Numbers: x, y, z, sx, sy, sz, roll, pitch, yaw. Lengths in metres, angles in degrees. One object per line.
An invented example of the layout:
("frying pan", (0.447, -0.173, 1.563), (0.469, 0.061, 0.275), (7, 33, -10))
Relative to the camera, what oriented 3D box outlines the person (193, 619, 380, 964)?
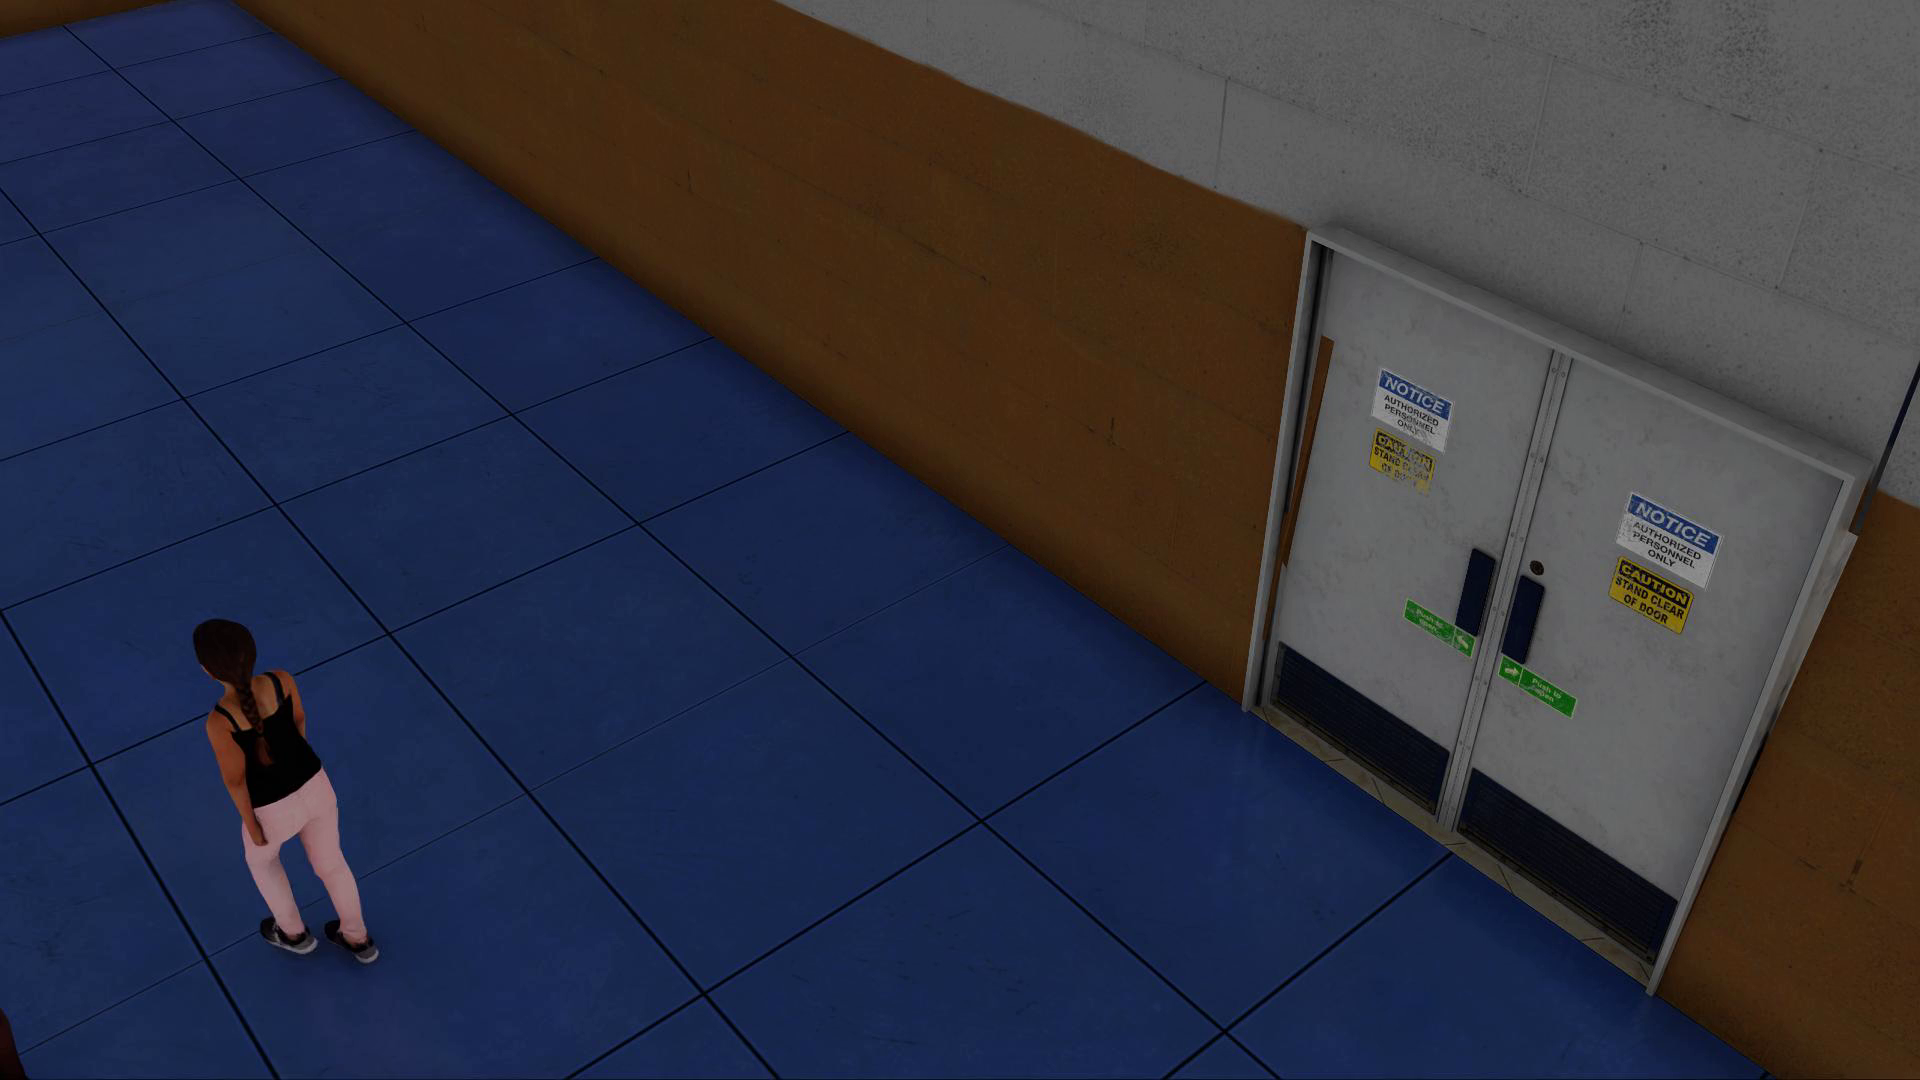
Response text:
("person", (-2.280, 0.933, 5.746), (0.627, 1.543, 0.647), (27, 45, 32))
